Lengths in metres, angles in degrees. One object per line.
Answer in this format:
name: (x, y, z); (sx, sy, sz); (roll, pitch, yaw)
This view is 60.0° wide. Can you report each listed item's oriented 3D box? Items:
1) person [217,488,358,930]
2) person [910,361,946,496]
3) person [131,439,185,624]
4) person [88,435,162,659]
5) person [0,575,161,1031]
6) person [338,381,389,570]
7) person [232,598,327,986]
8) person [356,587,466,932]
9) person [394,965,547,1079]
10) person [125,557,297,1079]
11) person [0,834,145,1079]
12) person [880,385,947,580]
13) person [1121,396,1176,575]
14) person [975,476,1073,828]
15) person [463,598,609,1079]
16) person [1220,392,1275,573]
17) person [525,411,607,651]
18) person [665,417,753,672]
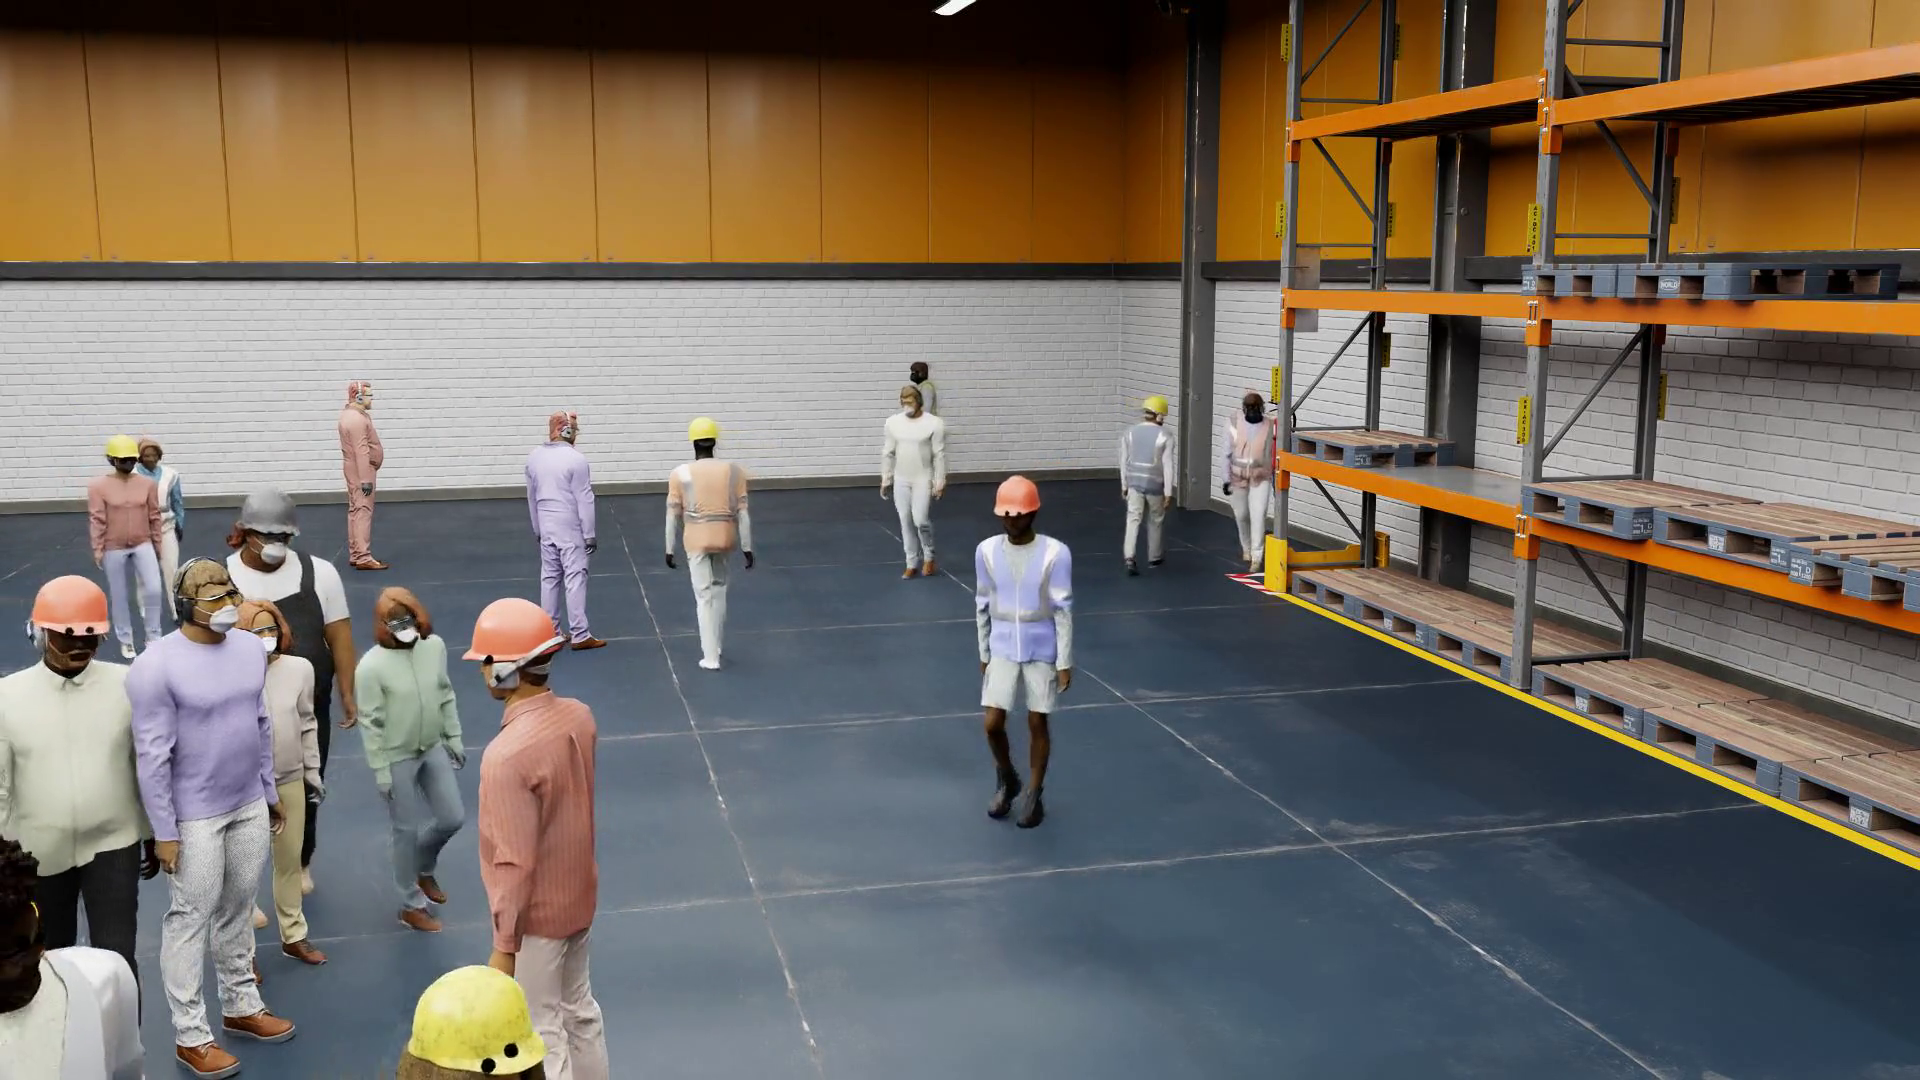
person: (-3.205, 0.726, 7.788); (0.701, 2.000, 0.661); (-7, 11, -35)
person: (-0.502, -1.441, 21.963); (0.457, 1.833, 0.646); (-2, 9, -12)
person: (-6.860, -0.069, 14.164); (0.516, 1.587, 0.865); (-7, 12, -38)
person: (-6.385, 0.070, 12.783); (0.541, 1.746, 0.582); (-8, 12, -41)
person: (-3.204, 1.071, 6.012); (0.612, 1.949, 1.032); (-6, 11, -33)
person: (-6.025, -0.651, 16.807); (0.405, 1.904, 0.653); (-5, 10, -29)
person: (-2.938, 1.048, 7.051); (0.284, 1.633, 0.497); (8, 12, 39)
person: (-2.480, 0.991, 7.499); (0.371, 1.608, 0.522); (6, 11, 35)
person: (-0.863, 1.627, 3.103); (0.579, 1.723, 0.498); (4, 10, 26)
person: (-2.803, 1.020, 6.273); (0.372, 1.940, 0.627); (3, 10, 19)
person: (-2.004, 1.485, 3.454); (0.777, 1.924, 0.626); (4, 10, 24)
person: (-0.458, -0.556, 16.200); (0.628, 1.912, 0.438); (3, 10, 21)
person: (1.846, -0.542, 16.558); (0.607, 1.783, 0.893); (5, 10, 29)
person: (0.339, 0.608, 8.919); (0.562, 1.922, 0.432); (3, 9, 16)
person: (-1.335, 1.161, 5.224); (0.400, 1.989, 0.623); (2, 9, 10)
person: (2.970, -0.617, 16.938); (0.621, 1.799, 0.903); (3, 10, 18)
person: (-3.126, -0.074, 13.225); (0.637, 1.902, 0.406); (5, 11, 31)
person: (-1.941, 0.013, 12.679); (0.636, 1.896, 0.809); (-4, 10, -25)
